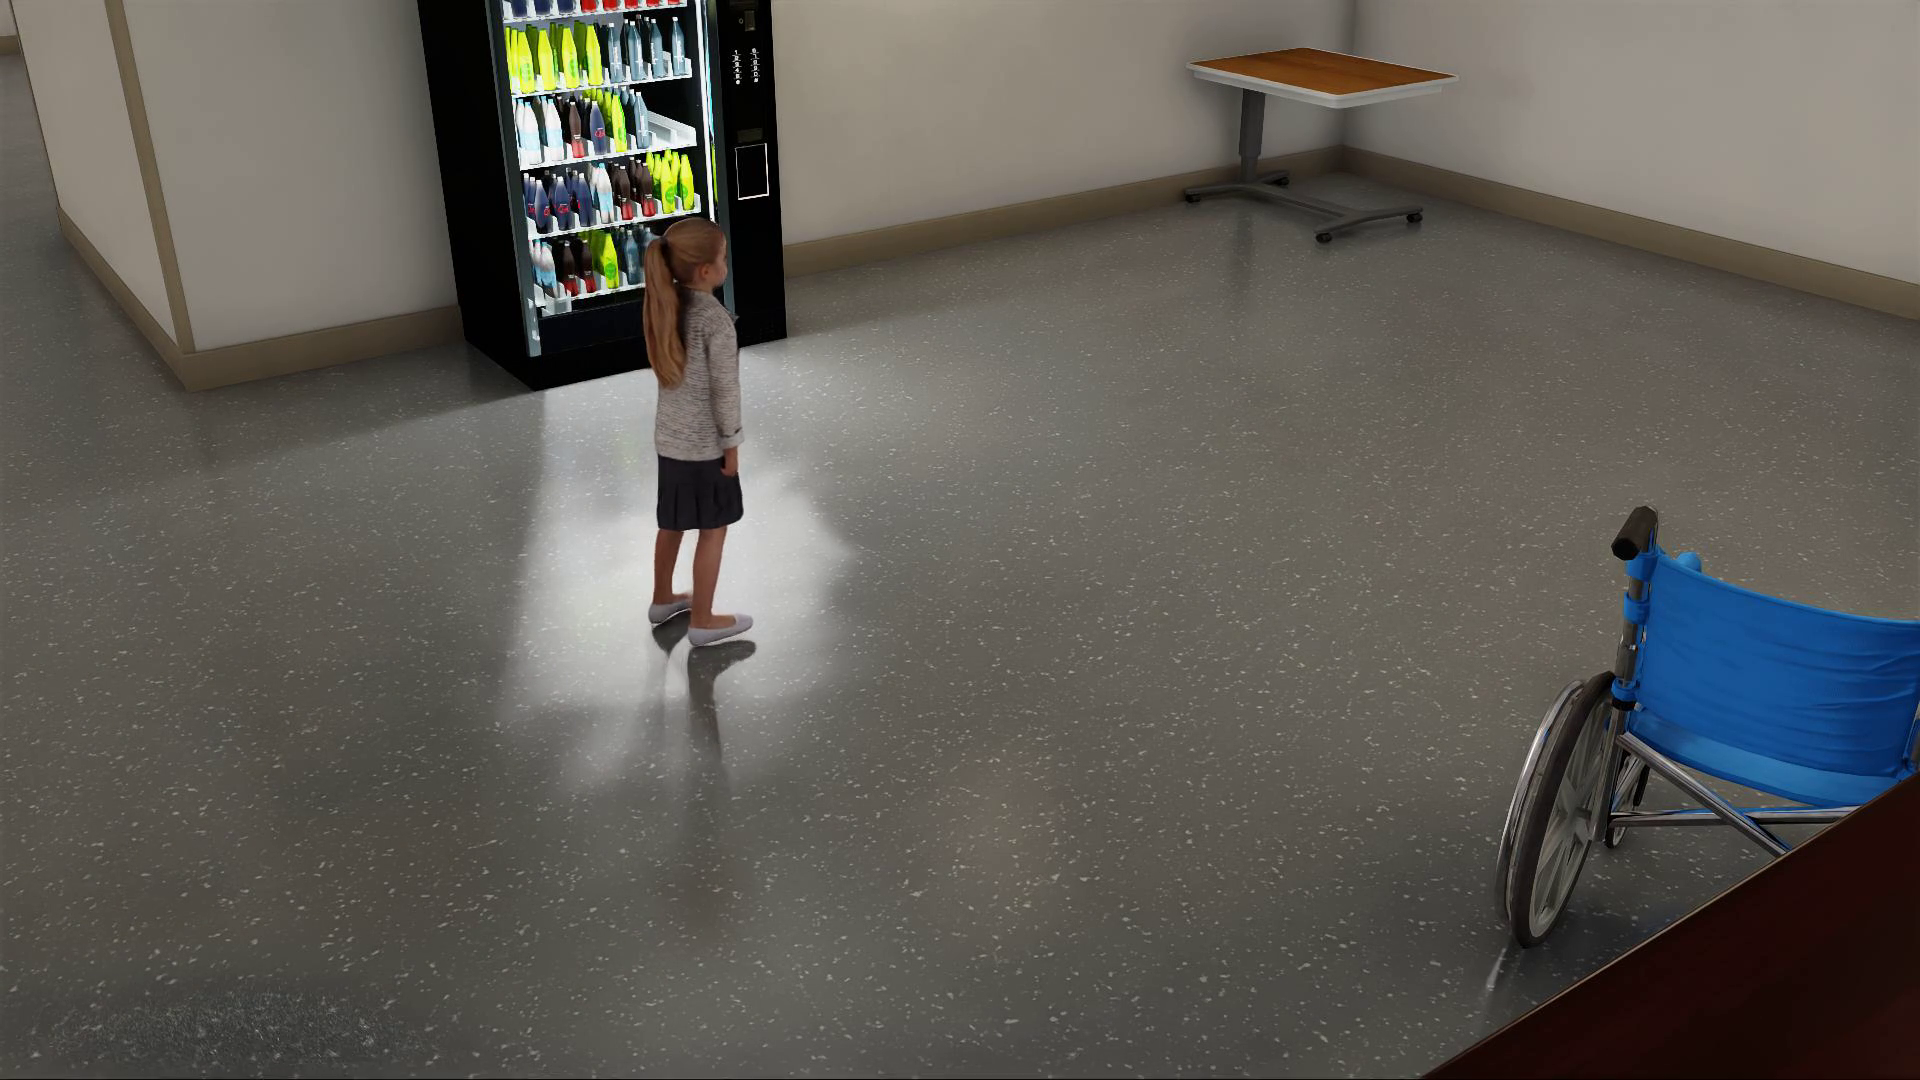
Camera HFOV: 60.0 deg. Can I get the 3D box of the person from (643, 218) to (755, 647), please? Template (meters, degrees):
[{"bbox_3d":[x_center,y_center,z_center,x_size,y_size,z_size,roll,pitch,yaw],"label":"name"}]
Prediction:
[{"bbox_3d":[-0.784,-0.291,4.862,0.547,1.228,0.557,23,34,39],"label":"person"}]
